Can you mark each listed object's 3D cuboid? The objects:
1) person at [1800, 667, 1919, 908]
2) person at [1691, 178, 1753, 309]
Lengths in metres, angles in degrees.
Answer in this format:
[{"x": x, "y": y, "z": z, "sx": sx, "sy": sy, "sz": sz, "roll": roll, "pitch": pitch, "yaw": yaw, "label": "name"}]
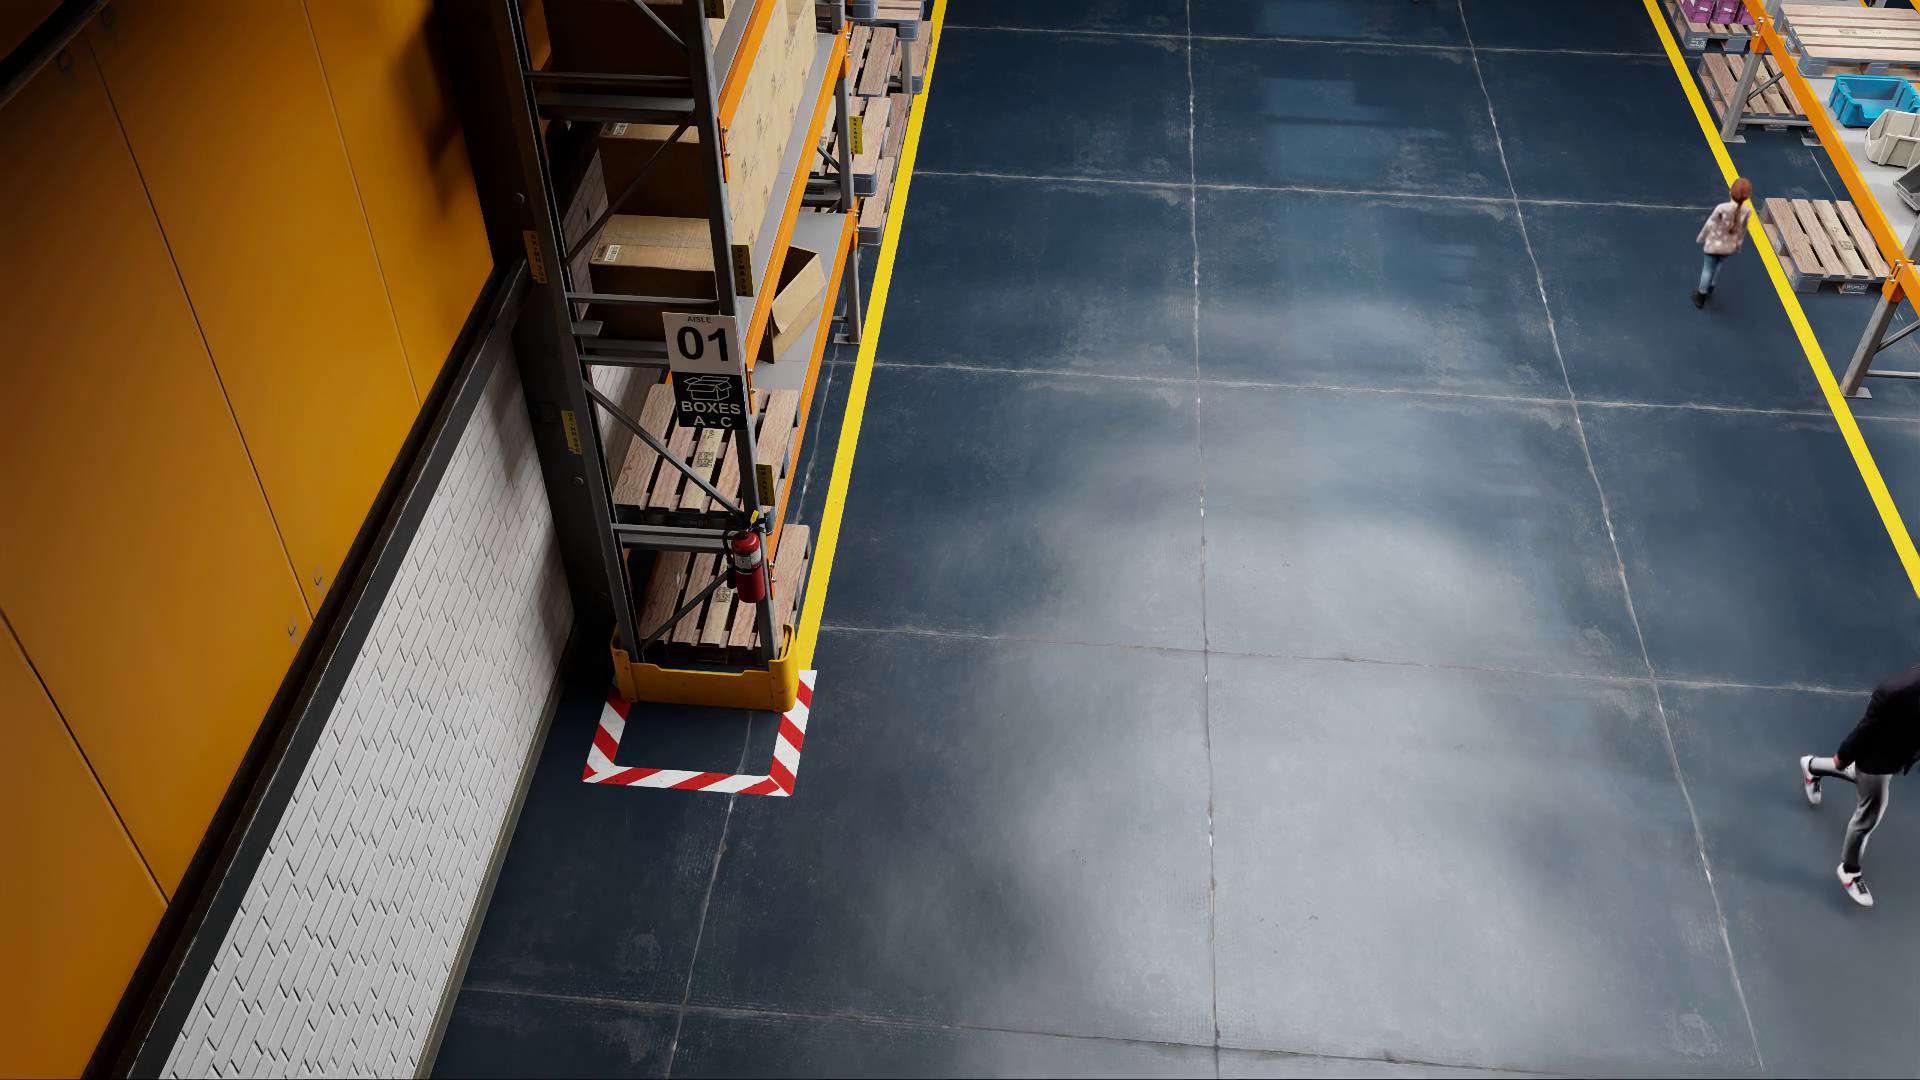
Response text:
[{"x": 5.329, "y": 1.137, "z": 9.627, "sx": 0.922, "sy": 1.909, "sz": 1.324, "roll": -7, "pitch": 44, "yaw": -7, "label": "person"}, {"x": 6.383, "y": -2.460, "z": 13.927, "sx": 0.488, "sy": 1.186, "sz": 0.532, "roll": 1, "pitch": 44, "yaw": 1, "label": "person"}]
